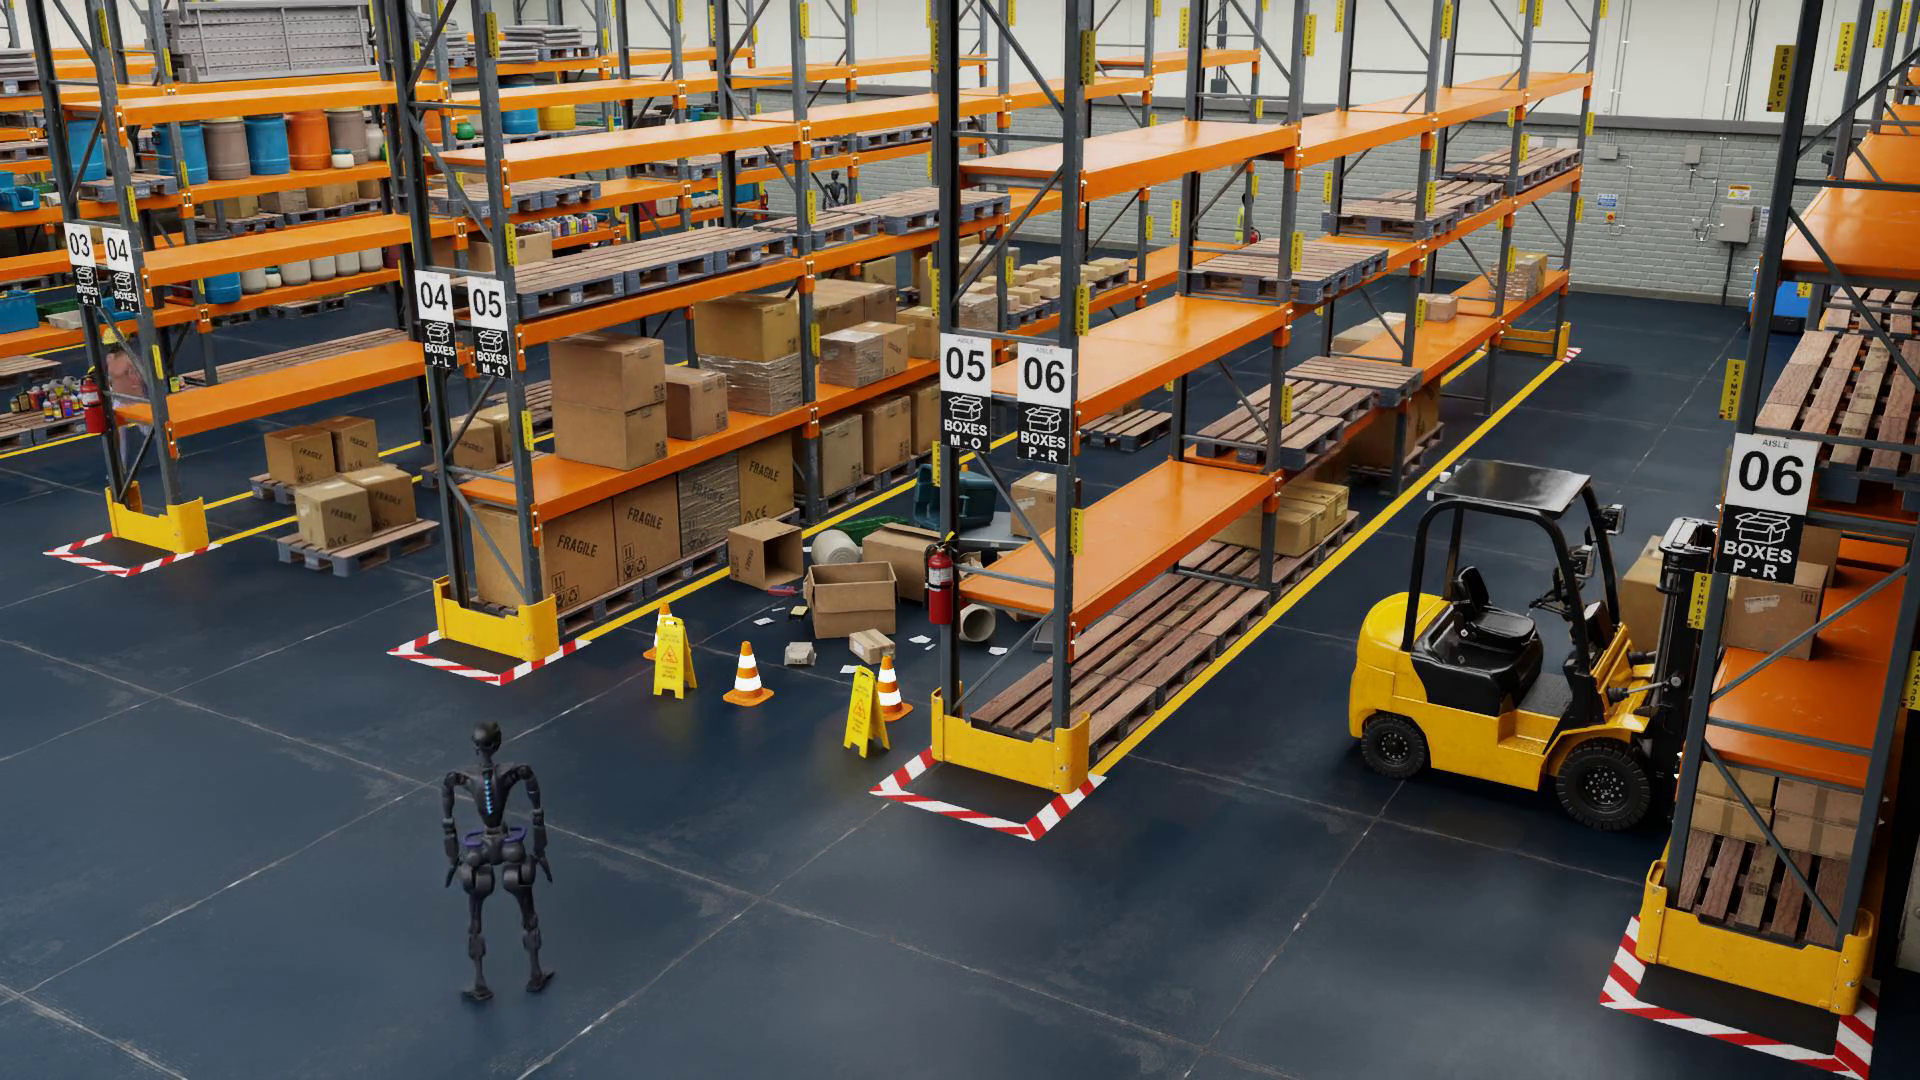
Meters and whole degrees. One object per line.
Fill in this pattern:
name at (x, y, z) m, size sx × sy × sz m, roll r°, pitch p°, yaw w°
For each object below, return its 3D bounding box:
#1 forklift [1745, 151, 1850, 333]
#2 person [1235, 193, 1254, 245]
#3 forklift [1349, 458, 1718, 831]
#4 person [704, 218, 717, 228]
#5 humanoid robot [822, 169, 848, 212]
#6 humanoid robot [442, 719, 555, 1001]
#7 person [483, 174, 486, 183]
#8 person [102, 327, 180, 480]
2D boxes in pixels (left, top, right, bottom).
forklift at (13.620, -4.667, 26.137) m, size 1.873 × 2.768 × 1.129 m, roll 11°, pitch 22°, yaw 29°
person at (5.190, -5.514, 30.385) m, size 0.321 × 1.686 × 0.537 m, roll -2°, pitch 19°, yaw -5°
forklift at (3.988, 0.658, 11.776) m, size 2.313 × 2.155 × 1.214 m, roll 11°, pitch 22°, yaw 29°
person at (-5.238, -7.063, 34.866) m, size 0.489 × 1.688 × 0.349 m, roll -6°, pitch 20°, yaw -17°
humanoid robot at (-2.521, -6.706, 33.881) m, size 0.583 × 1.640 × 0.625 m, roll -10°, pitch 21°, yaw -26°
humanoid robot at (-2.592, 1.787, 9.287) m, size 0.589 × 1.639 × 0.374 m, roll -5°, pitch 20°, yaw -13°
person at (-10.405, -7.742, 36.653) m, size 0.335 × 1.801 × 0.526 m, roll 13°, pitch 23°, yaw 34°
person at (-9.452, -1.609, 19.028) m, size 0.534 × 1.730 × 0.857 m, roll 10°, pitch 21°, yaw 26°
